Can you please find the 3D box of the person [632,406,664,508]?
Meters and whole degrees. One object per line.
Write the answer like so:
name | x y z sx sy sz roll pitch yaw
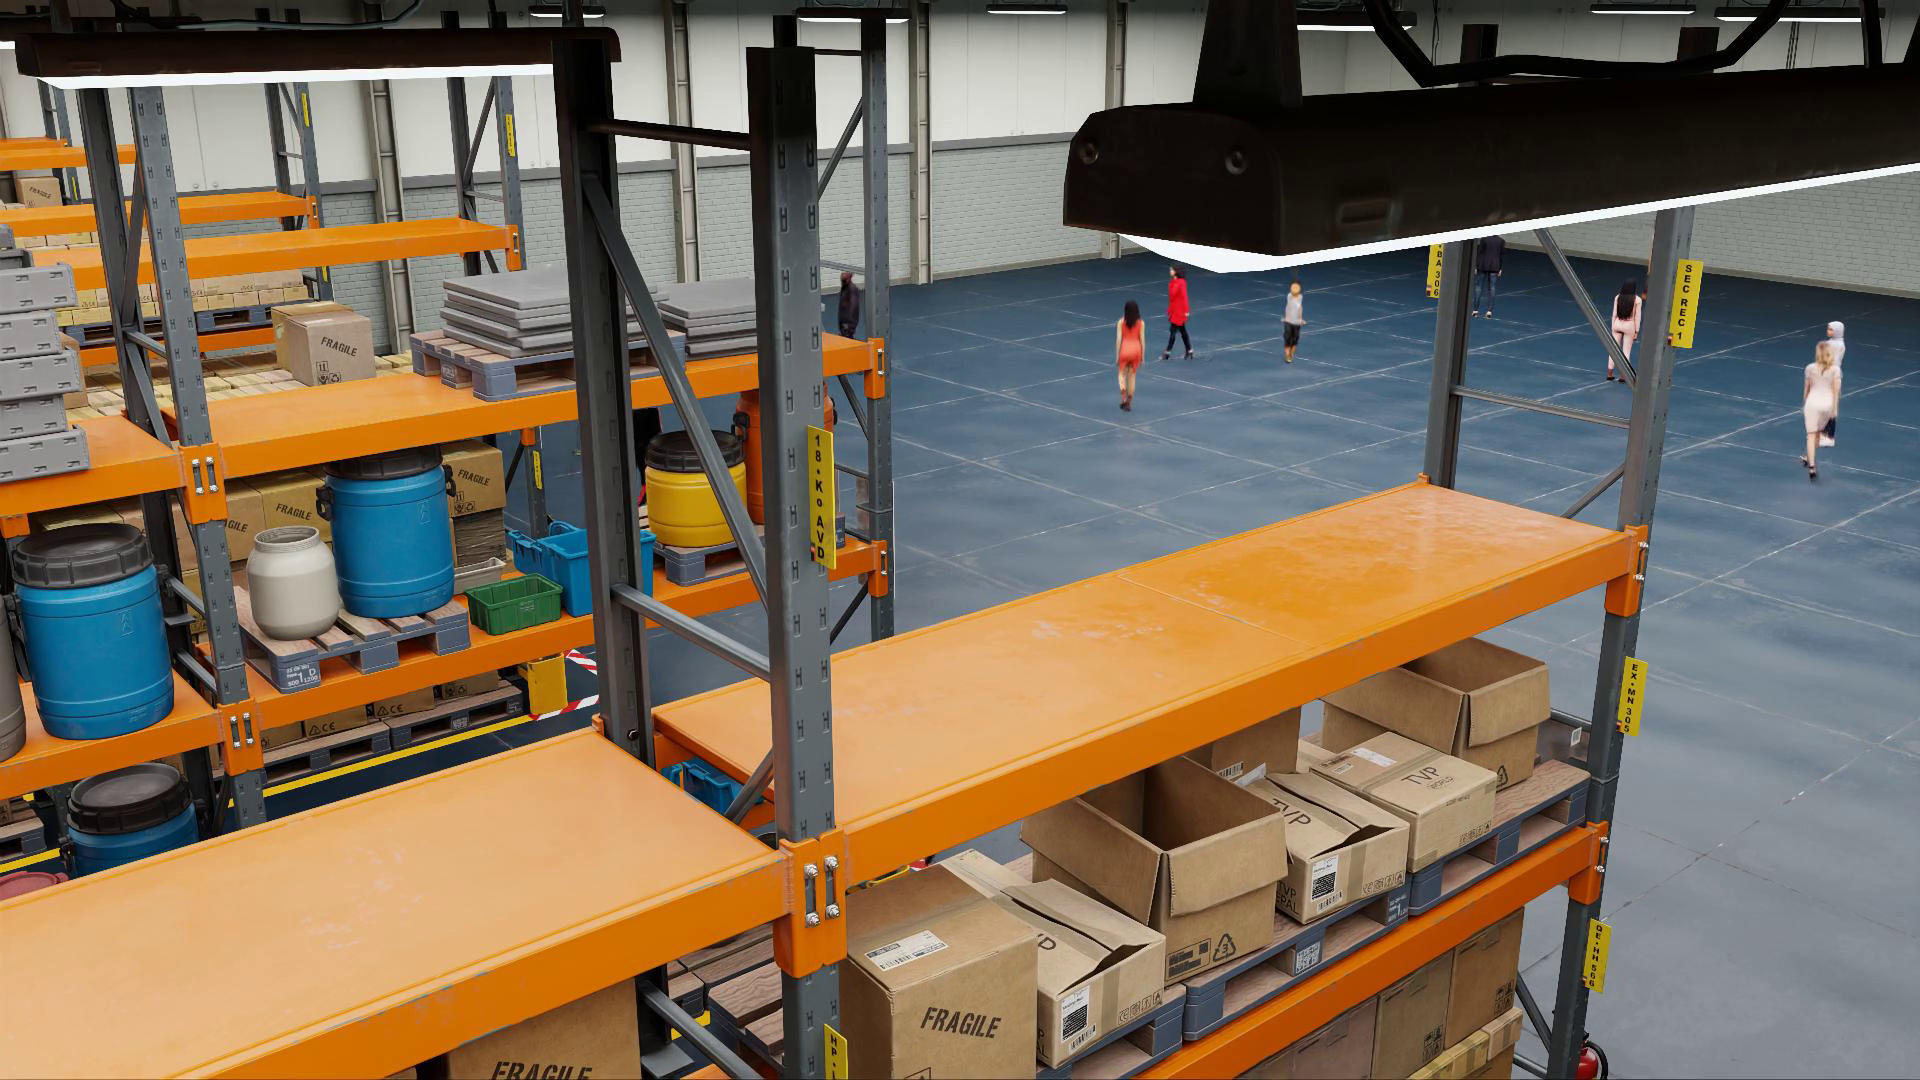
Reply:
person | -3.824 -1.034 19.968 1.028 1.784 1.230 6 19 18

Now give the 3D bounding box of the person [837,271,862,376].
person | -1.797 -3.695 28.097 0.889 1.810 0.838 -7 19 -22

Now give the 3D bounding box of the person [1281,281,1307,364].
person | 5.892 -3.910 29.386 0.997 1.421 1.083 3 18 8

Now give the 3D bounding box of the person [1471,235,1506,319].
person | 9.489 -4.905 30.019 0.823 1.782 0.786 2 18 7

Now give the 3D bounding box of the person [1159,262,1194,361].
person | 3.917 -3.981 29.143 1.002 1.706 0.820 -6 19 -19

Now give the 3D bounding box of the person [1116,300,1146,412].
person | 2.620 -2.820 25.578 0.699 1.706 0.764 1 18 2

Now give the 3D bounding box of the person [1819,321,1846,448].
person | 12.374 -2.222 23.636 0.764 1.772 0.701 2 18 7

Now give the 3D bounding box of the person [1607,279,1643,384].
person | 11.003 -3.471 27.558 0.634 1.718 0.543 16 24 41

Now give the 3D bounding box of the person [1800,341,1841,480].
person | 11.341 -1.672 21.950 0.911 1.769 1.125 10 21 28
